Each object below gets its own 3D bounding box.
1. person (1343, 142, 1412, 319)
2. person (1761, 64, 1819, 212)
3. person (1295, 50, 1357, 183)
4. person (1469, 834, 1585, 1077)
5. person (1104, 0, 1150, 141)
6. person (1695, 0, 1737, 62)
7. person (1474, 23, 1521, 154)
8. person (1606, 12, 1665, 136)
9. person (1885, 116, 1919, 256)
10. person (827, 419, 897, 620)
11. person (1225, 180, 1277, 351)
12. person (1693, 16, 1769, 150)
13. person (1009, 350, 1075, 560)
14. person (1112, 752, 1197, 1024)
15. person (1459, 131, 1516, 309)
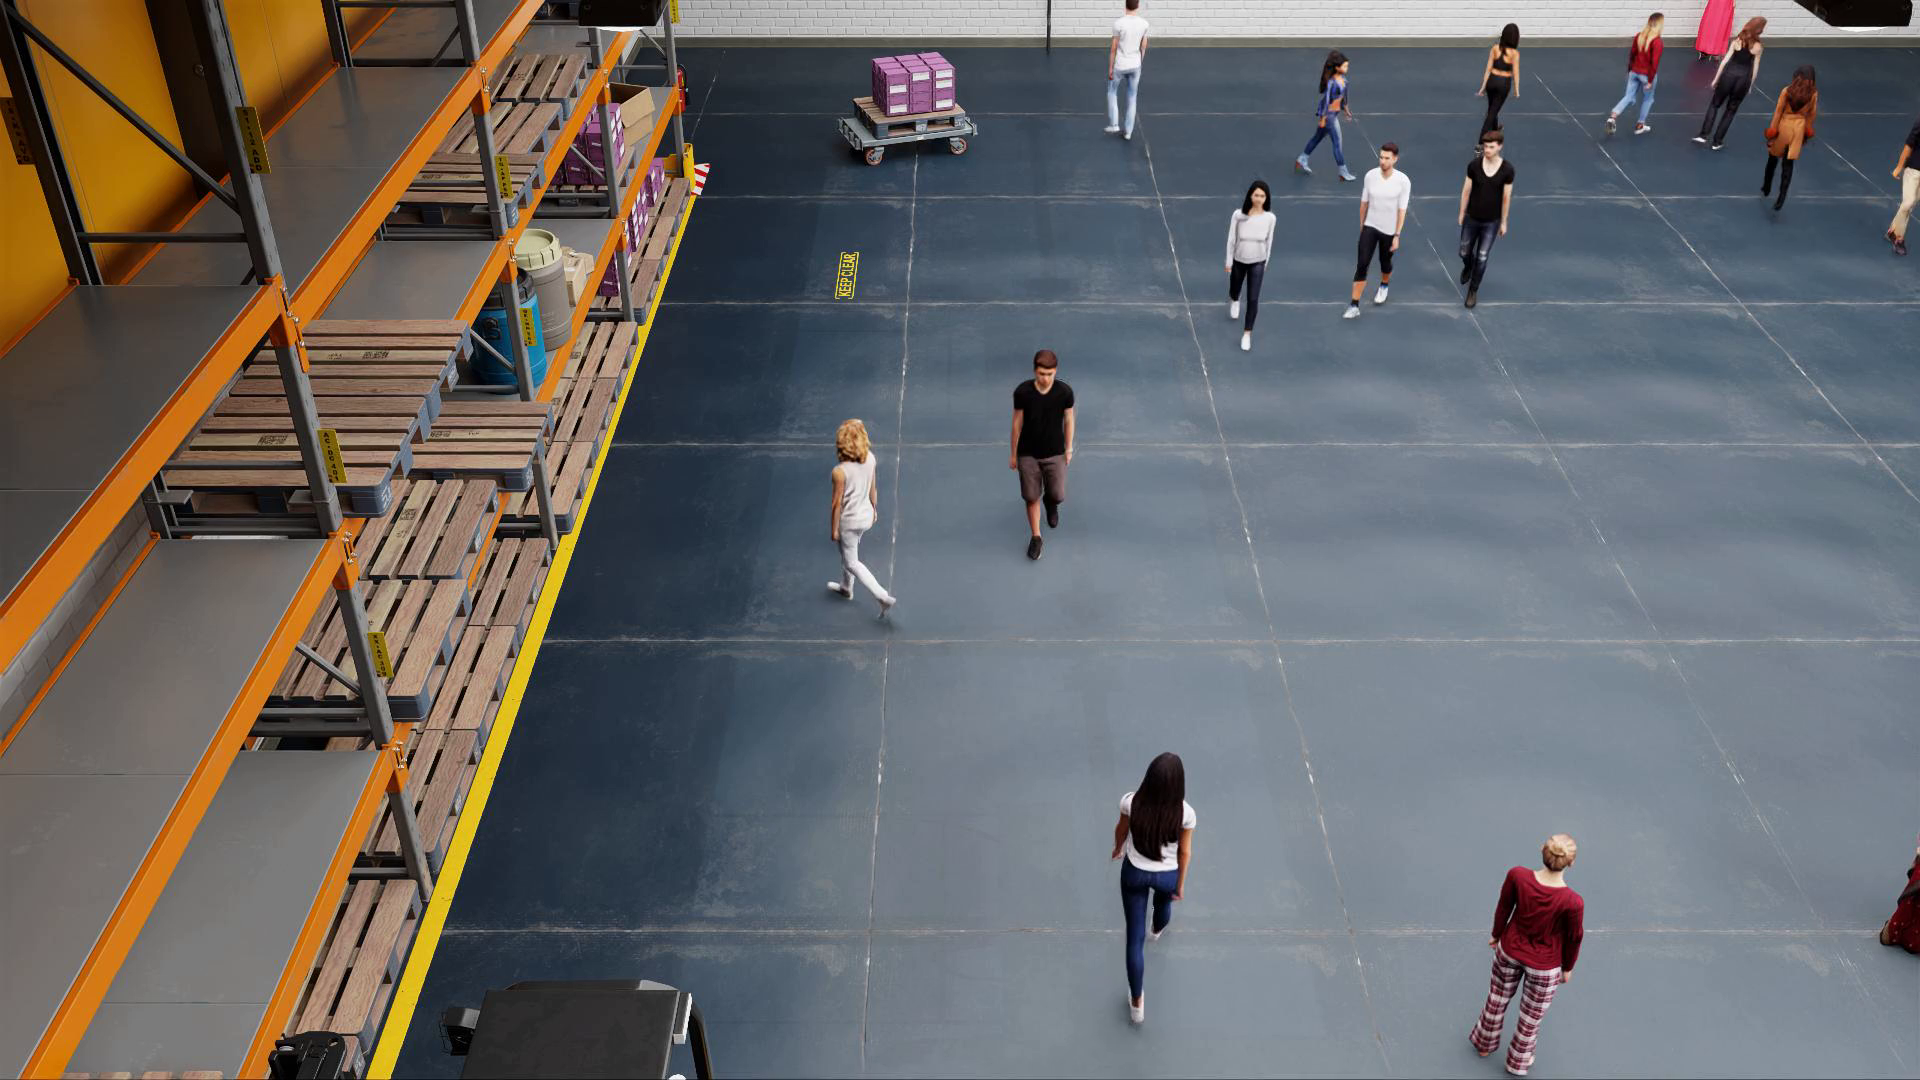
[{"bbox_3d":[4.415,-3.243,17.292,1.051,1.805,1.300,17,37,24],"label":"person"},{"bbox_3d":[9.781,-4.709,19.607,0.924,1.683,1.258,9,35,13],"label":"person"},{"bbox_3d":[4.482,-5.212,20.458,1.003,1.579,1.085,17,37,23],"label":"person"},{"bbox_3d":[3.127,2.254,9.117,0.685,1.701,0.716,24,40,31],"label":"person"},{"bbox_3d":[2.198,-6.094,21.553,0.736,1.835,0.712,-9,35,-13],"label":"person"},{"bbox_3d":[11.177,-7.915,24.391,0.772,1.727,0.678,-19,38,-27],"label":"person"},{"bbox_3d":[6.818,-5.726,21.202,0.999,1.611,1.081,26,42,34],"label":"person"},{"bbox_3d":[8.837,-6.033,21.665,1.003,1.610,1.032,-20,39,-28],"label":"person"},{"bbox_3d":[10.754,-4.197,18.696,0.675,1.838,0.843,-1,34,-1],"label":"person"},{"bbox_3d":[-0.769,-0.136,12.759,1.015,1.648,1.011,24,40,31],"label":"person"},{"bbox_3d":[2.901,-2.836,16.798,0.721,1.674,1.098,5,34,8],"label":"person"},{"bbox_3d":[9.893,-5.840,21.282,0.820,1.714,0.818,9,35,14],"label":"person"},{"bbox_3d":[0.673,-0.769,13.532,0.704,1.846,0.912,2,34,4],"label":"person"},{"bbox_3d":[1.073,1.995,9.477,0.760,1.731,1.167,6,34,9],"label":"person"},{"bbox_3d":[5.512,-3.413,17.480,0.887,1.879,1.017,13,36,19],"label":"person"}]
